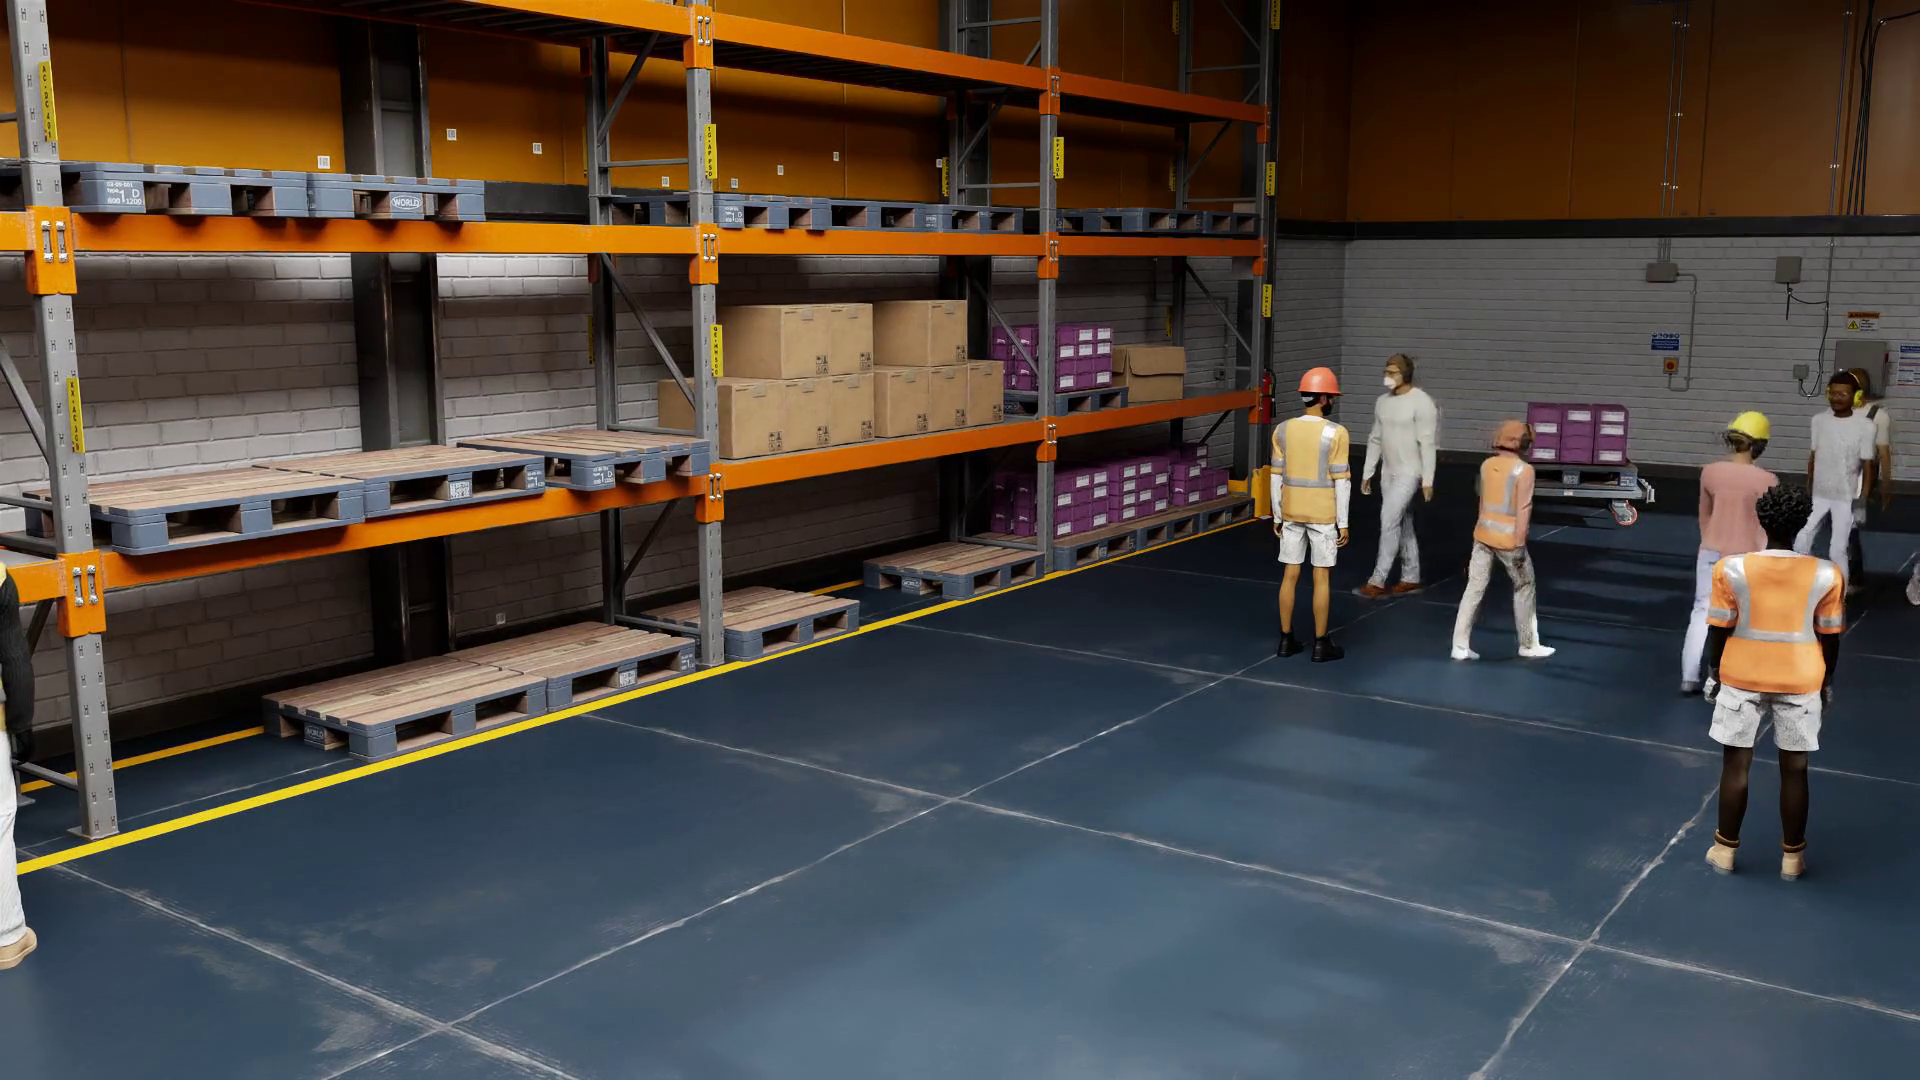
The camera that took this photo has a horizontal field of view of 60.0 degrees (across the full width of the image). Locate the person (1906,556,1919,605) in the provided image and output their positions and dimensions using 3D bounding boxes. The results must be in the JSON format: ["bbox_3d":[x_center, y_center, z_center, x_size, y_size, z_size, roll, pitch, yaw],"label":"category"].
[{"bbox_3d":[7.444,-0.338,12.278,0.655,1.847,0.960,2,10,13],"label":"person"}]

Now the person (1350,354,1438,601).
[{"bbox_3d":[3.296,-0.478,12.881,0.858,1.904,0.647,-3,10,-20],"label":"person"}]

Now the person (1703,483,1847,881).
[{"bbox_3d":[3.439,0.605,7.061,0.539,1.696,0.317,3,10,19],"label":"person"}]

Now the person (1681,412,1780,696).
[{"bbox_3d":[4.710,0.083,10.086,0.902,1.716,0.537,-7,12,-34],"label":"person"}]

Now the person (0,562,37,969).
[{"bbox_3d":[-3.730,0.697,6.084,0.633,1.841,0.429,-5,11,-25],"label":"person"}]

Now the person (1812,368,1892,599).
[{"bbox_3d":[6.738,-0.404,12.727,0.927,1.800,0.542,-6,11,-31],"label":"person"}]

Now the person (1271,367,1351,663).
[{"bbox_3d":[2.319,-0.168,10.953,0.551,1.933,0.369,8,12,38],"label":"person"}]

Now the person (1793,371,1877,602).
[{"bbox_3d":[6.222,-0.277,11.860,0.440,1.851,0.549,-6,11,-30],"label":"person"}]

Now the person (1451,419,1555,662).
[{"bbox_3d":[3.597,0.012,10.874,0.820,1.591,0.565,-4,10,-23],"label":"person"}]
